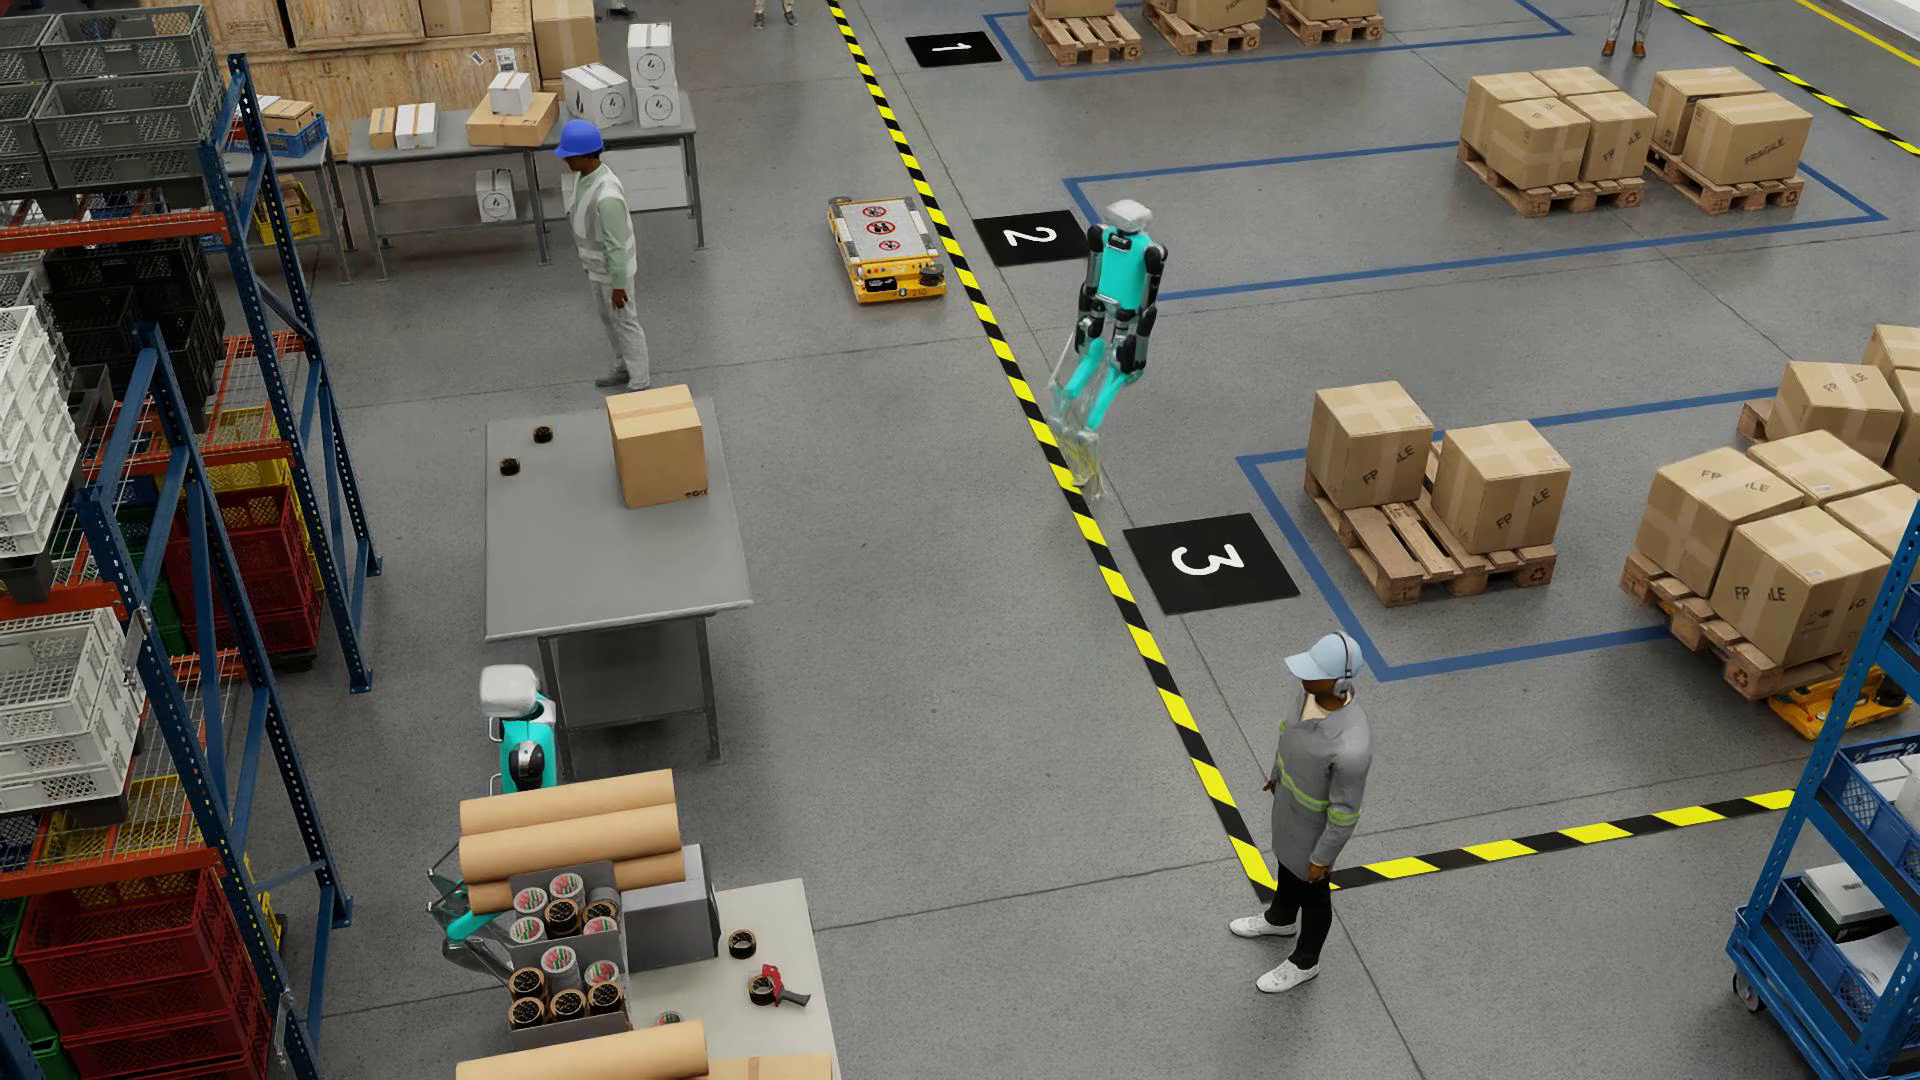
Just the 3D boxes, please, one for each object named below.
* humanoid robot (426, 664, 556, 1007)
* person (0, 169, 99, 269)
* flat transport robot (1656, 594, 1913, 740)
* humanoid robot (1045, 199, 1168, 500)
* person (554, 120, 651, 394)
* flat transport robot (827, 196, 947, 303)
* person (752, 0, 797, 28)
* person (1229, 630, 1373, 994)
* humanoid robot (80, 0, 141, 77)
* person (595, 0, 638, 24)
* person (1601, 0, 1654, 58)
[{"bbox_3d":[-1.880,1.215,6.582,0.735,1.671,0.533,-8,37,-10],"label":"humanoid robot"},{"bbox_3d":[-5.860,-1.872,10.717,0.576,1.884,0.354,-11,38,-14],"label":"person"},{"bbox_3d":[4.304,0.471,8.898,0.652,0.197,1.431,-13,39,-17],"label":"flat transport robot"},{"bbox_3d":[0.772,-1.050,9.761,0.534,1.793,0.812,29,46,33],"label":"humanoid robot"},{"bbox_3d":[-2.237,-1.732,10.487,0.415,1.941,0.612,-16,40,-21],"label":"person"},{"bbox_3d":[-0.570,-2.220,12.538,0.659,0.231,1.431,-8,37,-10],"label":"flat transport robot"},{"bbox_3d":[-1.850,-5.924,16.261,0.561,1.765,0.401,-7,37,-10],"label":"person"},{"bbox_3d":[1.397,1.097,6.753,0.366,1.852,0.589,-7,37,-10],"label":"person"},{"bbox_3d":[-6.803,-3.642,13.295,0.593,1.626,0.675,-17,40,-21],"label":"humanoid robot"},{"bbox_3d":[-3.557,-5.921,16.218,0.740,1.804,0.625,8,37,11],"label":"person"},{"bbox_3d":[6.440,-5.472,15.556,0.587,1.884,0.361,9,37,11],"label":"person"}]
